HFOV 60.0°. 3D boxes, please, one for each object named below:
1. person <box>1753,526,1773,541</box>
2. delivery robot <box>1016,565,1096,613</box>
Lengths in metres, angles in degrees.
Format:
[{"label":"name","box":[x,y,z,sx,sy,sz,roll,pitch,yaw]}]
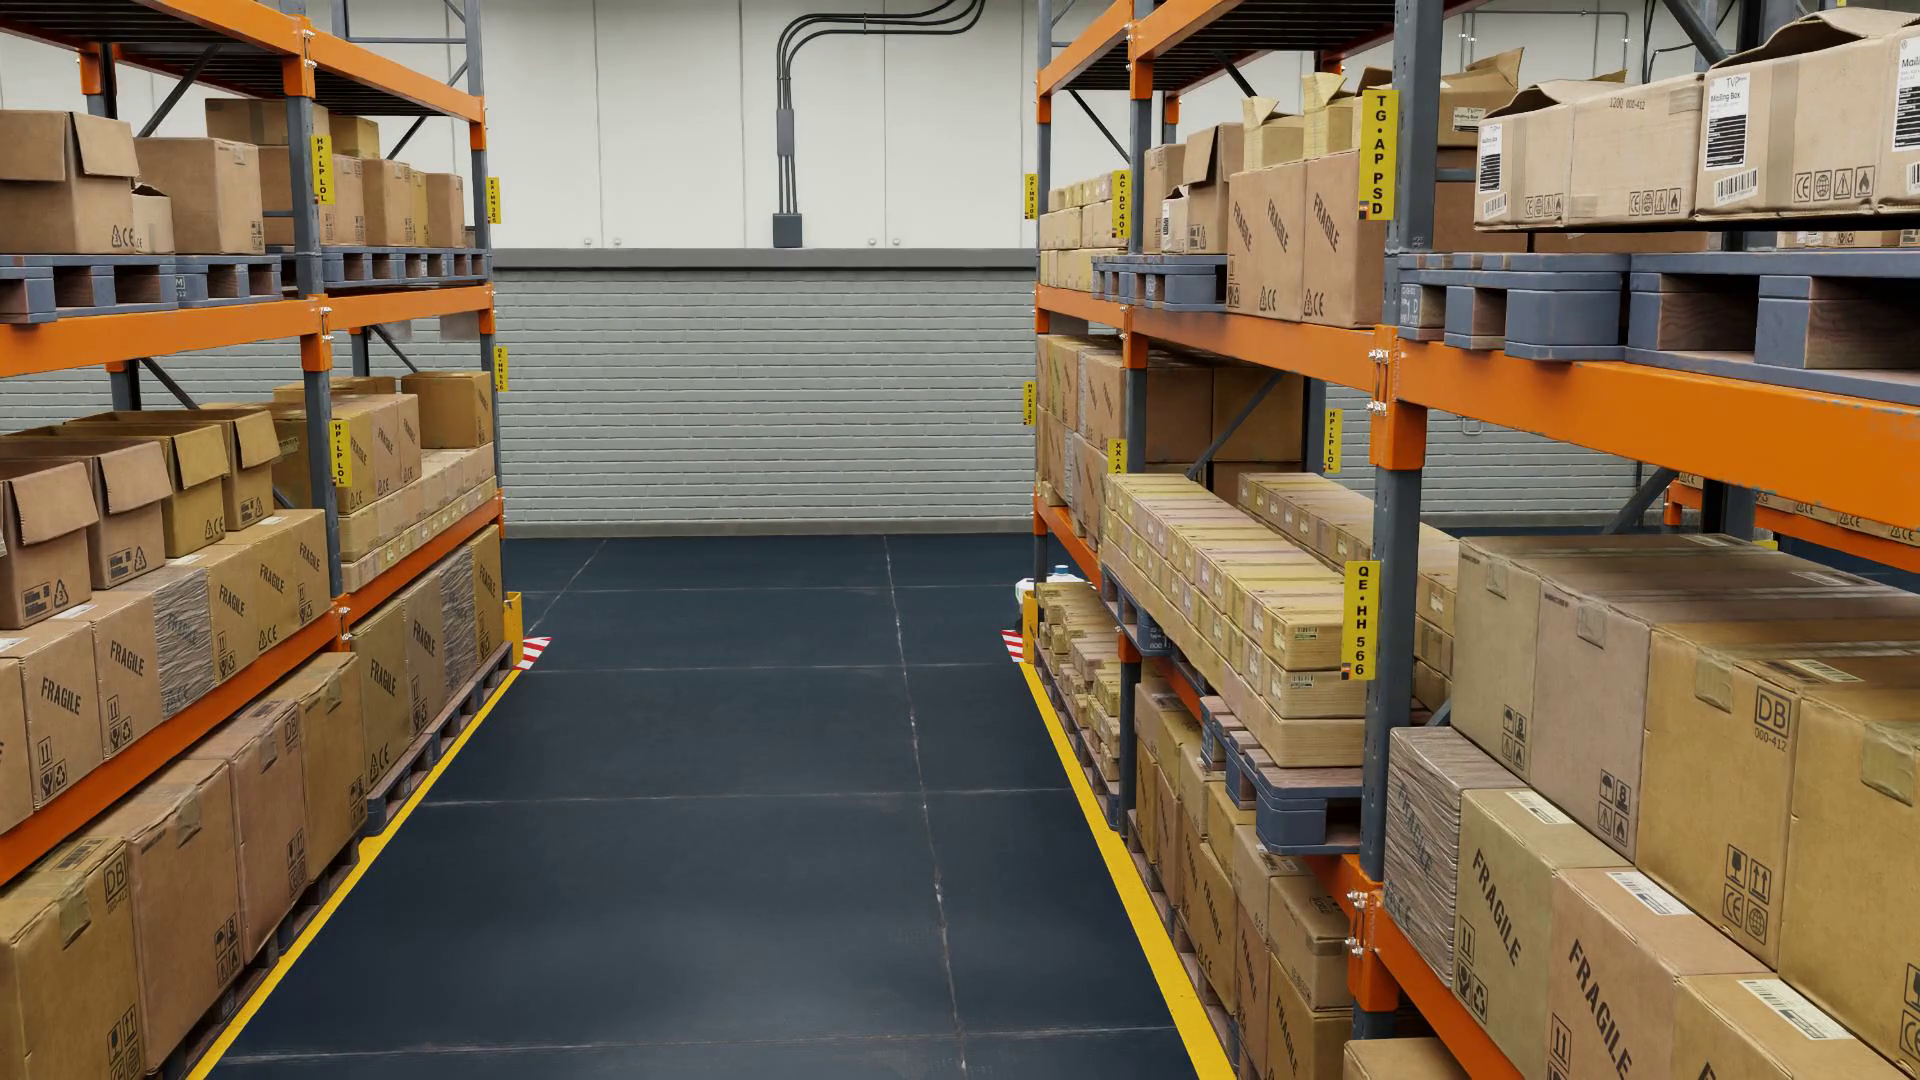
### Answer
[{"label":"person","box":[6.701,-0.219,13.668,0.802,1.884,0.662,7,12,37]},{"label":"delivery robot","box":[0.817,0.447,13.407,0.707,0.478,0.477,3,10,19]}]
